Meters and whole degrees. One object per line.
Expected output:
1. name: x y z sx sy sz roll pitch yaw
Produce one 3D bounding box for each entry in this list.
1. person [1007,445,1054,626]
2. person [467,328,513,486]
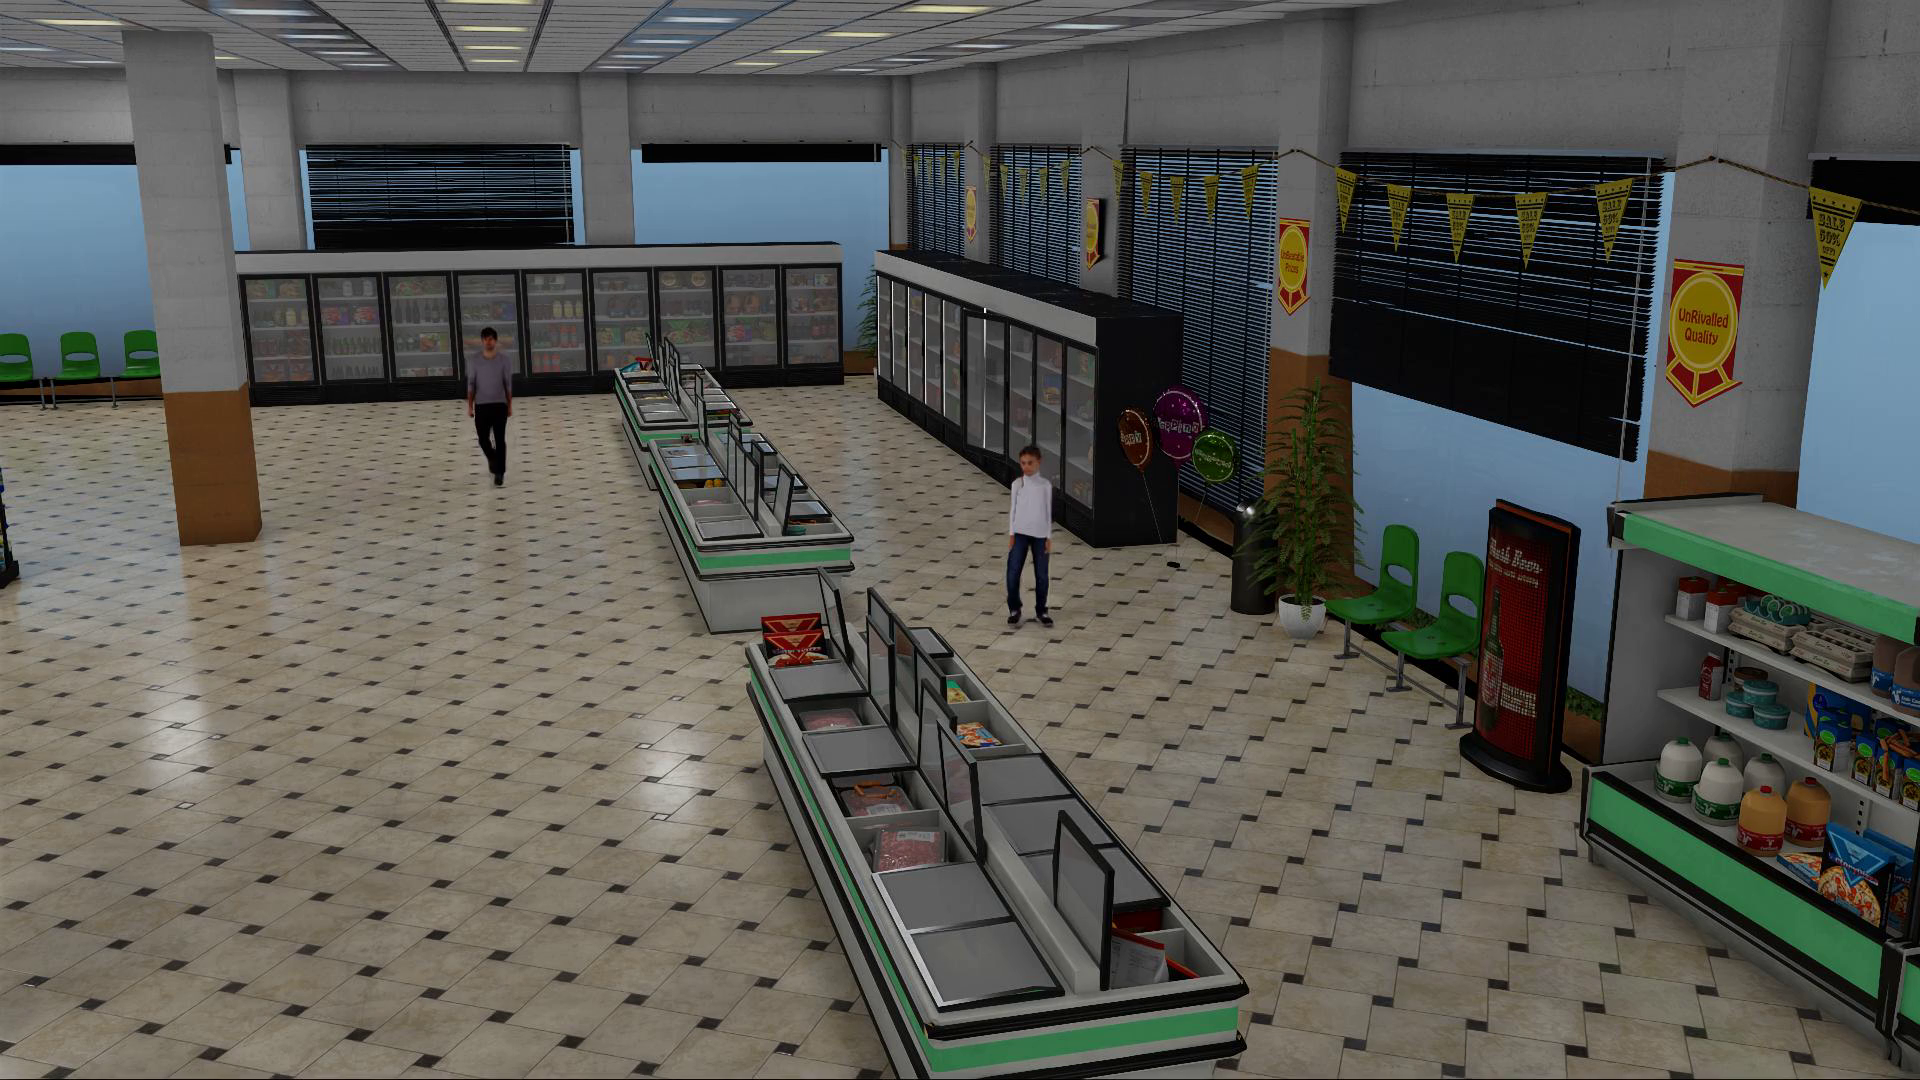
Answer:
1. person: 0.610 -0.041 13.879 0.636 1.547 0.685 0 14 1
2. person: -5.556 -1.591 19.697 0.738 1.816 1.130 -3 14 -10
